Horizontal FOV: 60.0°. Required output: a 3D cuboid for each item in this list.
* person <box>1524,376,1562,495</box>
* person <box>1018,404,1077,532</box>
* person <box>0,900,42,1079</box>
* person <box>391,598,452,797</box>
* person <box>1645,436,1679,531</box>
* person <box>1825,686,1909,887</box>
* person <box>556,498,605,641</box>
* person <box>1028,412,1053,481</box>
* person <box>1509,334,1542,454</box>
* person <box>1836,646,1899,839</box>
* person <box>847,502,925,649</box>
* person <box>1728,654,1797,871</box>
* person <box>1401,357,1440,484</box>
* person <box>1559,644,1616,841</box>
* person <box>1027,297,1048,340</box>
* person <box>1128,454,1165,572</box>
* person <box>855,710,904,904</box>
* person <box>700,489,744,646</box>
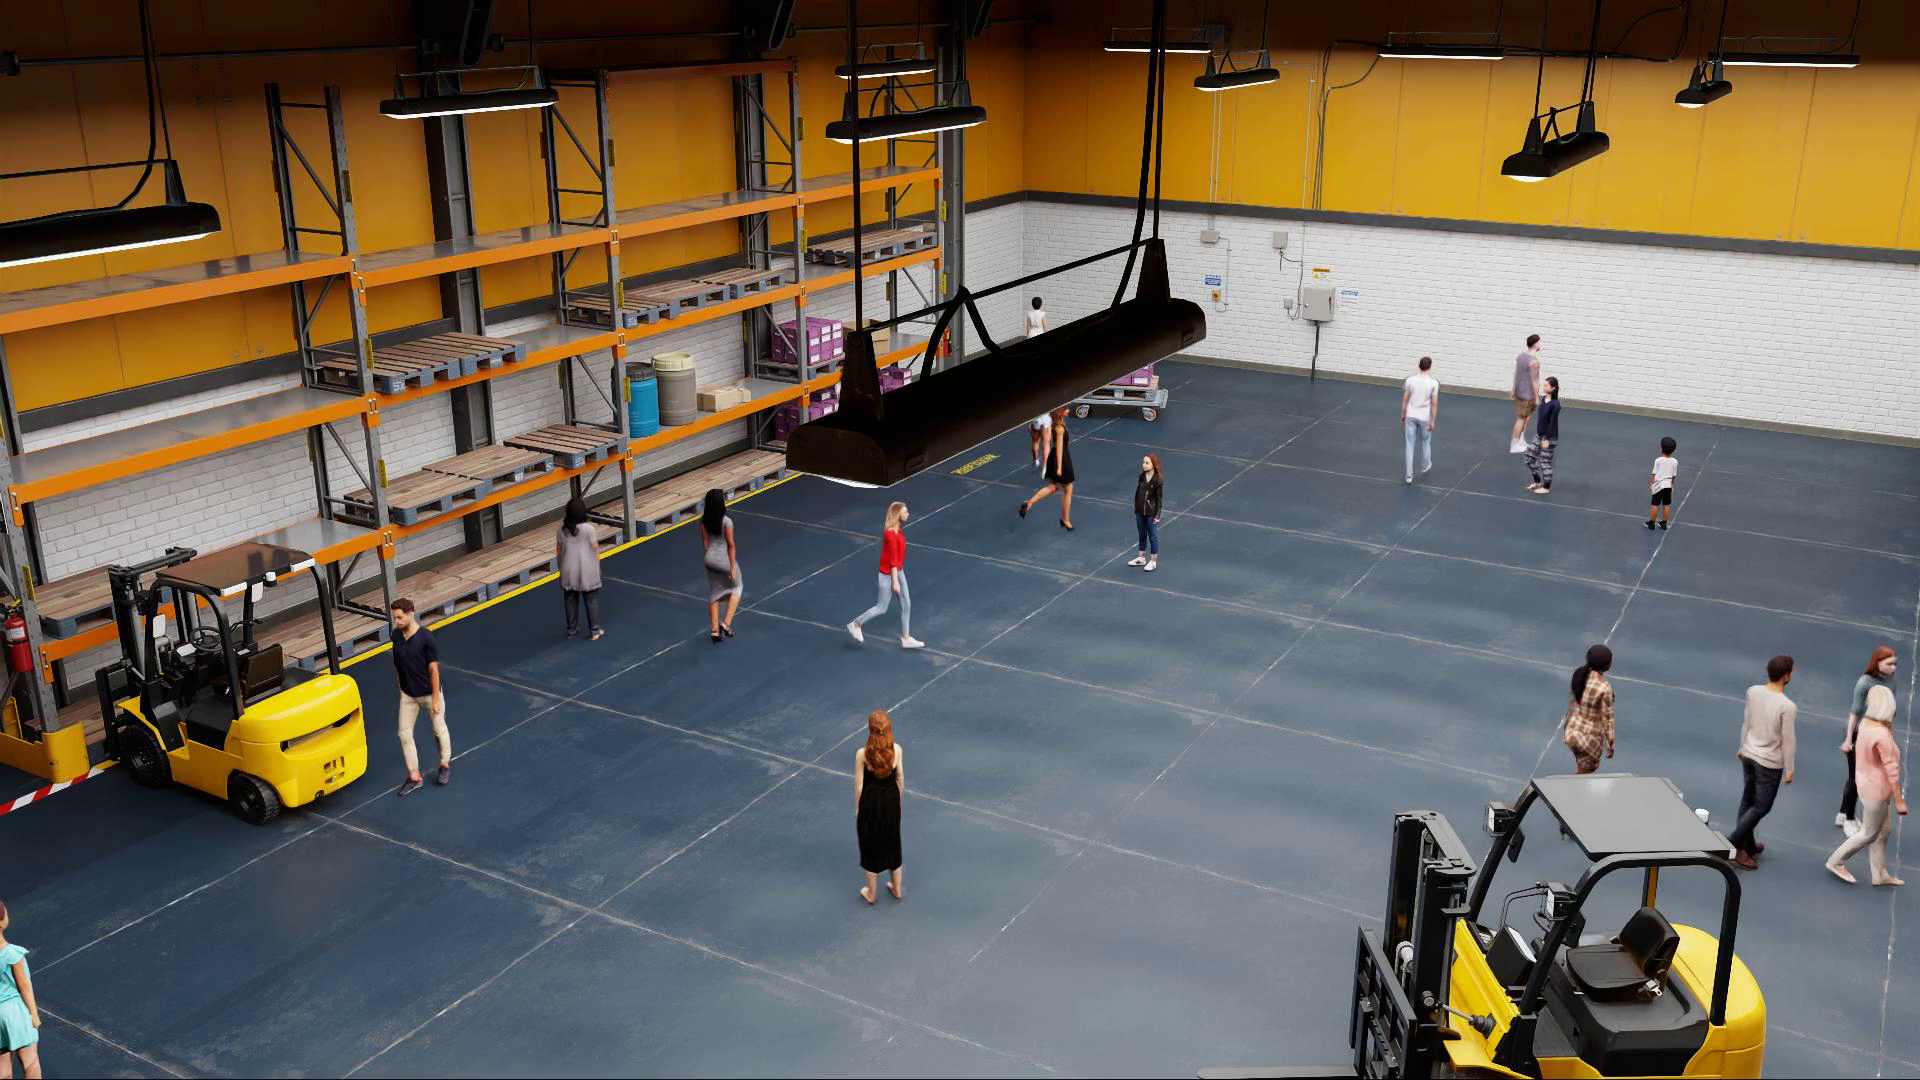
[{"bbox_3d":[8.429,-1.490,23.685,0.833,1.722,0.759,-3,19,-7],"label":"person"},{"bbox_3d":[1.214,-0.954,21.960,1.021,1.807,1.013,-3,19,-7],"label":"person"},{"bbox_3d":[-6.077,2.999,10.614,0.610,1.557,0.617,3,19,9],"label":"person"},{"bbox_3d":[-4.841,1.353,15.080,0.833,1.826,0.936,2,19,5],"label":"person"},{"bbox_3d":[9.402,-0.758,22.239,0.566,1.257,0.611,-1,19,-3],"label":"person"},{"bbox_3d":[7.289,2.003,13.378,0.853,1.680,0.827,9,20,24],"label":"person"},{"bbox_3d":[-4.243,0.317,18.502,0.742,1.606,0.773,3,19,8],"label":"person"},{"bbox_3d":[1.203,-1.651,24.387,0.909,1.579,1.107,0,19,1],"label":"person"},{"bbox_3d":[8.510,-2.215,25.246,0.867,1.834,0.796,-5,19,-14],"label":"person"},{"bbox_3d":[7.704,1.701,14.190,0.716,1.735,0.780,-7,20,-19],"label":"person"},{"bbox_3d":[-0.819,0.408,18.120,0.920,1.676,1.096,3,19,9],"label":"person"},{"bbox_3d":[6.584,1.814,13.657,0.889,1.860,0.838,-5,19,-14],"label":"person"},{"bbox_3d":[6.665,-1.721,24.233,0.769,1.811,1.138,7,20,20],"label":"person"},{"bbox_3d":[5.202,1.735,14.014,0.782,1.783,0.727,-7,20,-19],"label":"person"},{"bbox_3d":[1.414,-3.691,30.482,0.576,1.556,0.545,8,20,22],"label":"person"},{"bbox_3d":[2.346,-0.366,20.721,0.599,1.484,0.615,-17,25,-41],"label":"person"},{"bbox_3d":[-0.636,2.109,13.154,0.653,1.623,0.726,-8,20,-23],"label":"person"},{"bbox_3d":[-2.681,0.322,18.232,0.627,1.768,0.647,9,20,24],"label":"person"}]
